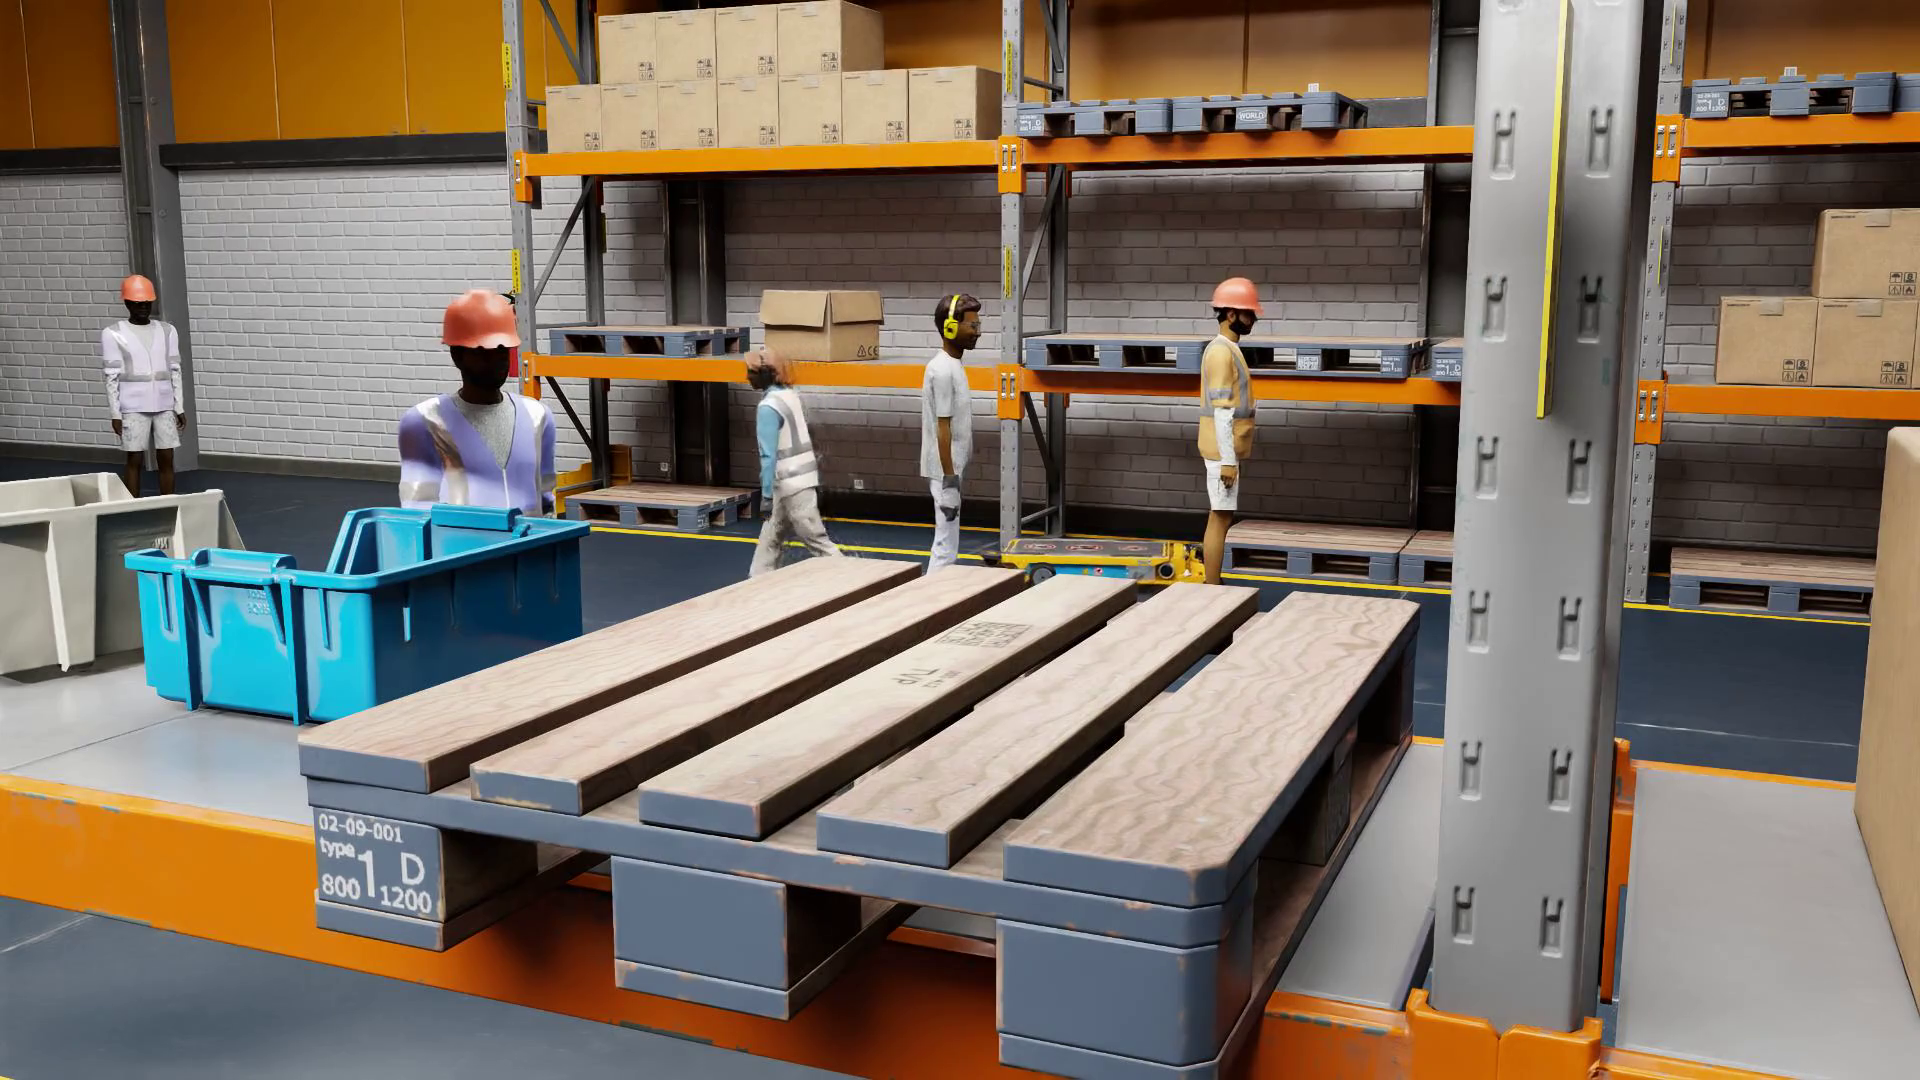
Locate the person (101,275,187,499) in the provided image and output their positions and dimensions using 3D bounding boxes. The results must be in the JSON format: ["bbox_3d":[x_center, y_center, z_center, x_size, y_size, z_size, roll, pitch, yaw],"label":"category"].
[{"bbox_3d":[-6.017,-0.987,12.321,0.383,1.932,0.541,9,13,42],"label":"person"}]

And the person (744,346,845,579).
[{"bbox_3d":[-0.878,-0.283,9.177,0.906,1.576,0.522,1,9,3],"label":"person"}]

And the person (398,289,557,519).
[{"bbox_3d":[-1.527,0.158,5.432,0.551,1.937,0.357,-9,13,-44],"label":"person"}]

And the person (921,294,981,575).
[{"bbox_3d":[-0.046,-0.303,8.416,0.309,1.864,0.535,0,9,0],"label":"person"}]

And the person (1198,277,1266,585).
[{"bbox_3d":[1.528,-0.508,9.421,0.355,1.938,0.544,2,10,9],"label":"person"}]

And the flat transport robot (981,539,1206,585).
[{"bbox_3d":[0.868,0.141,10.521,1.431,0.197,0.652,1,10,7],"label":"flat transport robot"}]
